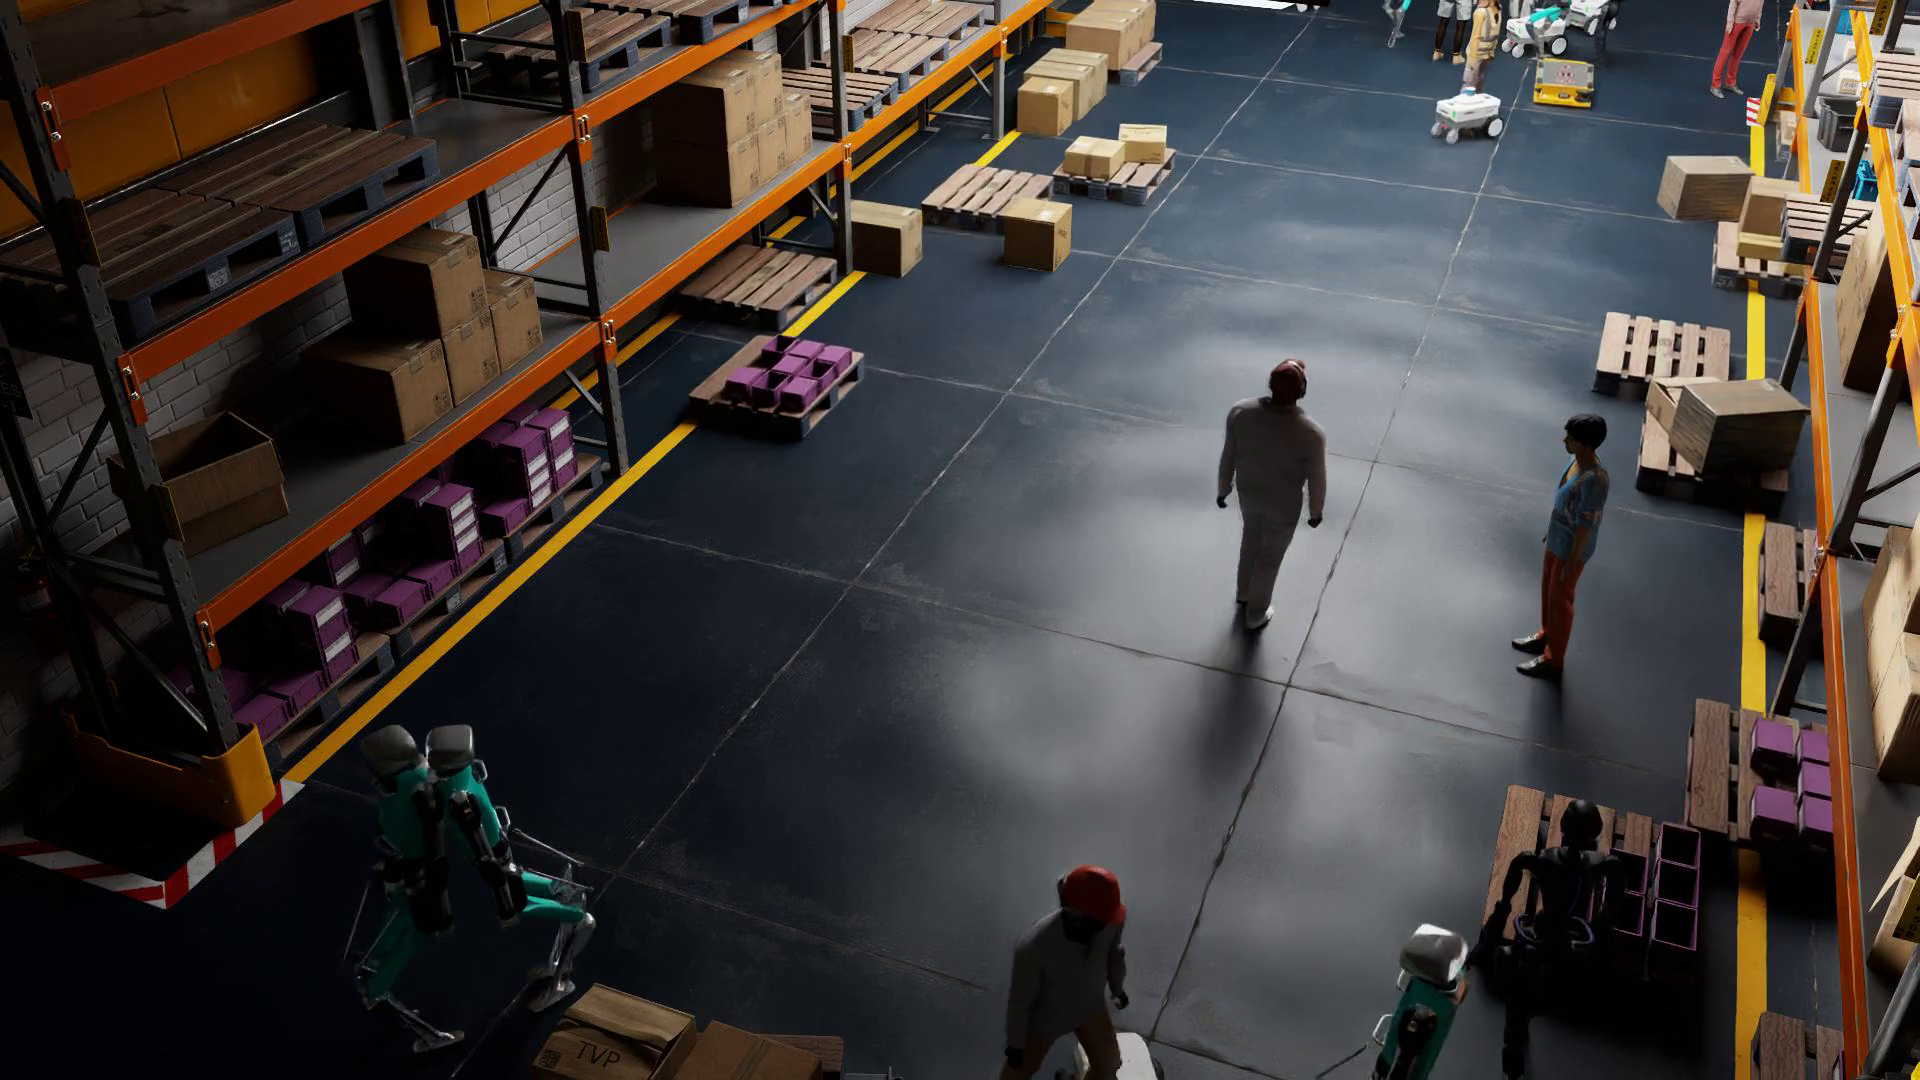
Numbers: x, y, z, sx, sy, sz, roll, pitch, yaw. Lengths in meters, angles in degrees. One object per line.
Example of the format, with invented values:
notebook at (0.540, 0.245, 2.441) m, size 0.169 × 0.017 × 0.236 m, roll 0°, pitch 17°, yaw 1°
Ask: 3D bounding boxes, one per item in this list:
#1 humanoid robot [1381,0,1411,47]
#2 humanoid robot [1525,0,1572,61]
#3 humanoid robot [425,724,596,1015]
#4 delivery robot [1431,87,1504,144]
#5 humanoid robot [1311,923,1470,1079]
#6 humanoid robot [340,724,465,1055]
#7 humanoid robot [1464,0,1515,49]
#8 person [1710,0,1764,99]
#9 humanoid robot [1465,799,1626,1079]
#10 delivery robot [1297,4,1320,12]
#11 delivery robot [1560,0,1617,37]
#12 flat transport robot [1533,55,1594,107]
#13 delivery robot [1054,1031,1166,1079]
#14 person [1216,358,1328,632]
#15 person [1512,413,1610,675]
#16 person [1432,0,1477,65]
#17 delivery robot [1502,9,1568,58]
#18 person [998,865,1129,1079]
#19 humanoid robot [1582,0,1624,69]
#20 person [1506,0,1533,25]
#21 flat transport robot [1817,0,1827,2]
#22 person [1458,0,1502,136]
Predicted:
humanoid robot at (5.731, -7.269, 21.583) m, size 0.807 × 1.885 × 0.544 m, roll -27°, pitch 41°, yaw -35°
humanoid robot at (7.393, -6.718, 20.714) m, size 0.802 × 1.860 × 0.531 m, roll 14°, pitch 35°, yaw 21°
humanoid robot at (-2.022, 1.548, 7.844) m, size 0.738 × 1.778 × 0.540 m, roll -14°, pitch 36°, yaw -21°
delivery robot at (5.734, -4.802, 18.768) m, size 0.807 × 0.603 × 0.499 m, roll -15°, pitch 36°, yaw -22°
humanoid robot at (1.620, 2.200, 6.802) m, size 0.697 × 1.757 × 0.548 m, roll 18°, pitch 37°, yaw 25°
humanoid robot at (-2.628, 1.699, 7.605) m, size 0.546 × 1.769 × 0.722 m, roll 28°, pitch 42°, yaw 36°
humanoid robot at (6.840, -7.114, 21.310) m, size 0.588 × 1.655 × 0.406 m, roll 14°, pitch 35°, yaw 21°
person at (9.301, -6.154, 19.737) m, size 0.524 × 1.768 × 0.310 m, roll -14°, pitch 36°, yaw -21°
humanoid robot at (2.619, 1.850, 7.490) m, size 0.597 × 1.627 × 0.811 m, roll 0°, pitch 33°, yaw 0°
delivery robot at (4.755, -7.753, 23.342) m, size 0.521 × 0.611 × 0.782 m, roll -20°, pitch 38°, yaw -28°
delivery robot at (8.498, -7.107, 22.320) m, size 0.772 × 0.587 × 0.499 m, roll -20°, pitch 38°, yaw -27°
flat transport robot at (7.341, -5.578, 20.224) m, size 0.659 × 0.231 × 1.431 m, roll 10°, pitch 34°, yaw 15°
delivery robot at (0.723, 2.560, 7.384) m, size 0.499 × 0.614 × 0.808 m, roll -5°, pitch 33°, yaw -8°
person at (2.008, -0.302, 10.562) m, size 0.682 × 1.888 × 0.570 m, roll 21°, pitch 38°, yaw 29°
person at (3.709, 0.023, 10.186) m, size 0.328 × 1.759 × 0.502 m, roll 3°, pitch 33°, yaw 4°
person at (6.254, -6.835, 20.861) m, size 0.534 × 1.693 × 0.320 m, roll 24°, pitch 40°, yaw 33°
delivery robot at (7.420, -6.546, 21.447) m, size 0.774 × 0.581 × 0.499 m, roll -8°, pitch 34°, yaw -12°
person at (0.466, 2.015, 7.141) m, size 0.641 × 1.714 × 0.645 m, roll -21°, pitch 38°, yaw -29°
humanoid robot at (8.064, -6.728, 20.705) m, size 0.412 × 1.655 × 0.615 m, roll 14°, pitch 35°, yaw 21°
person at (7.548, -7.696, 22.020) m, size 0.561 × 1.883 × 0.580 m, roll 5°, pitch 33°, yaw 7°
flat transport robot at (12.461, -8.028, 24.017) m, size 1.431 × 0.231 × 0.659 m, roll -25°, pitch 40°, yaw -33°
person at (5.844, -5.417, 18.595) m, size 0.469 × 1.769 × 0.345 m, roll -26°, pitch 41°, yaw -35°
